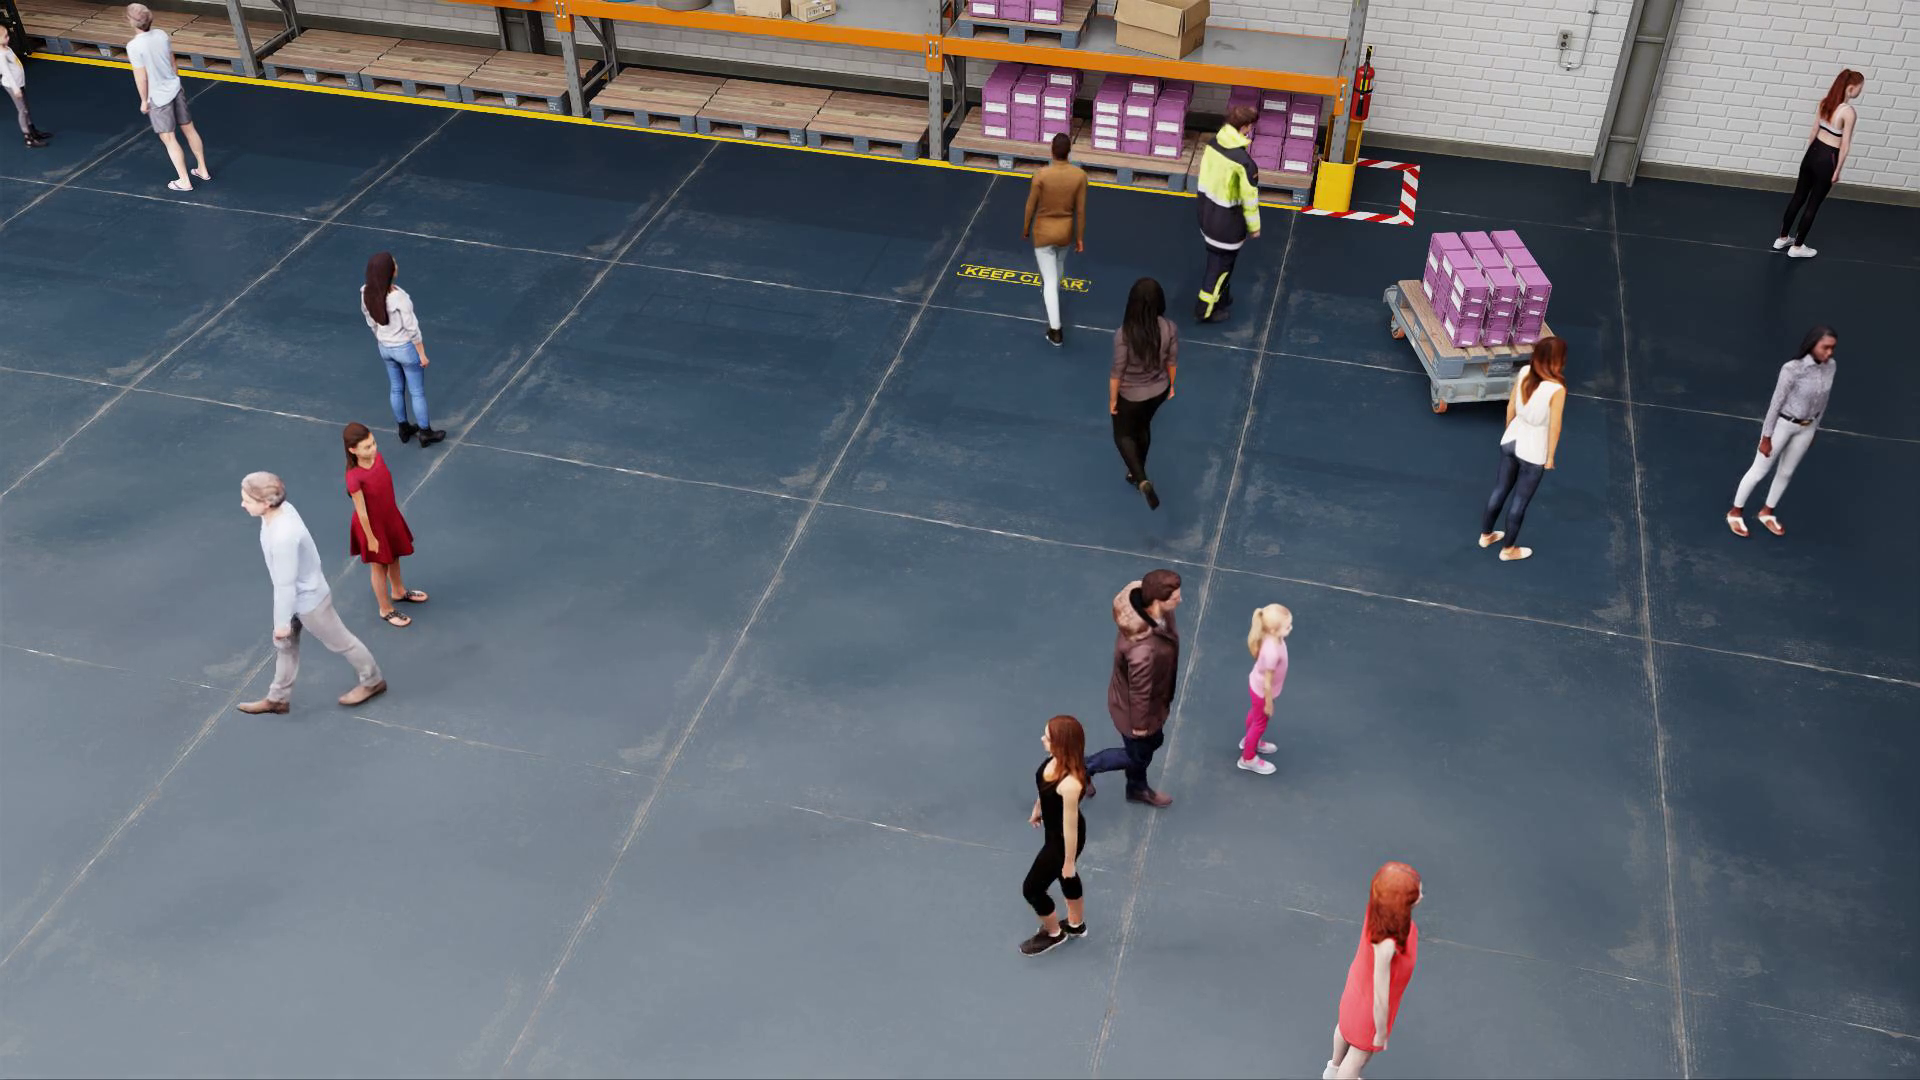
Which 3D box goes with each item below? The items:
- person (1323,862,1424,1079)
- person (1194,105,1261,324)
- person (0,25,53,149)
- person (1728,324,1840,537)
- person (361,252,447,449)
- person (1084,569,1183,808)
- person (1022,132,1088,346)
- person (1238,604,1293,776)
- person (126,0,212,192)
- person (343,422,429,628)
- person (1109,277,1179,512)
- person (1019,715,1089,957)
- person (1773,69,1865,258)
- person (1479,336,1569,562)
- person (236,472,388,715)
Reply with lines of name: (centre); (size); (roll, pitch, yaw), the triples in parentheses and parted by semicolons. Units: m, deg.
person: (1.970, 2.187, 7.995); (0.530, 1.828, 0.606); (6, 39, 7)
person: (2.171, -2.726, 14.044); (1.008, 1.958, 0.954); (-17, 42, -20)
person: (-9.675, -4.650, 16.999); (0.634, 1.277, 0.586); (-13, 40, -16)
person: (5.869, -0.785, 11.801); (0.614, 1.724, 0.744); (-6, 39, -8)
person: (-4.289, -1.454, 12.712); (0.506, 1.631, 0.700); (16, 41, 19)
person: (0.959, 0.898, 9.610); (0.878, 1.828, 0.749); (7, 39, 8)
person: (0.796, -2.482, 13.887); (1.194, 1.772, 1.050); (-7, 39, -9)
person: (1.838, 0.879, 10.080); (0.511, 1.271, 0.491); (6, 39, 7)
person: (-7.701, -4.299, 16.114); (0.623, 1.832, 0.690); (17, 42, 20)
person: (-3.896, -0.135, 11.125); (0.601, 1.552, 0.545); (8, 39, 10)
person: (1.334, -0.976, 11.976); (1.047, 1.804, 1.054); (-12, 40, -15)
person: (0.627, 1.579, 8.849); (0.717, 1.713, 0.685); (-2, 39, -3)
person: (7.791, -3.414, 15.074); (0.678, 1.748, 0.662); (-11, 40, -13)
person: (3.924, -0.638, 11.568); (0.731, 1.785, 0.675); (-19, 42, -22)
person: (-3.965, 0.334, 10.296); (1.192, 1.853, 1.146); (-22, 44, -25)
